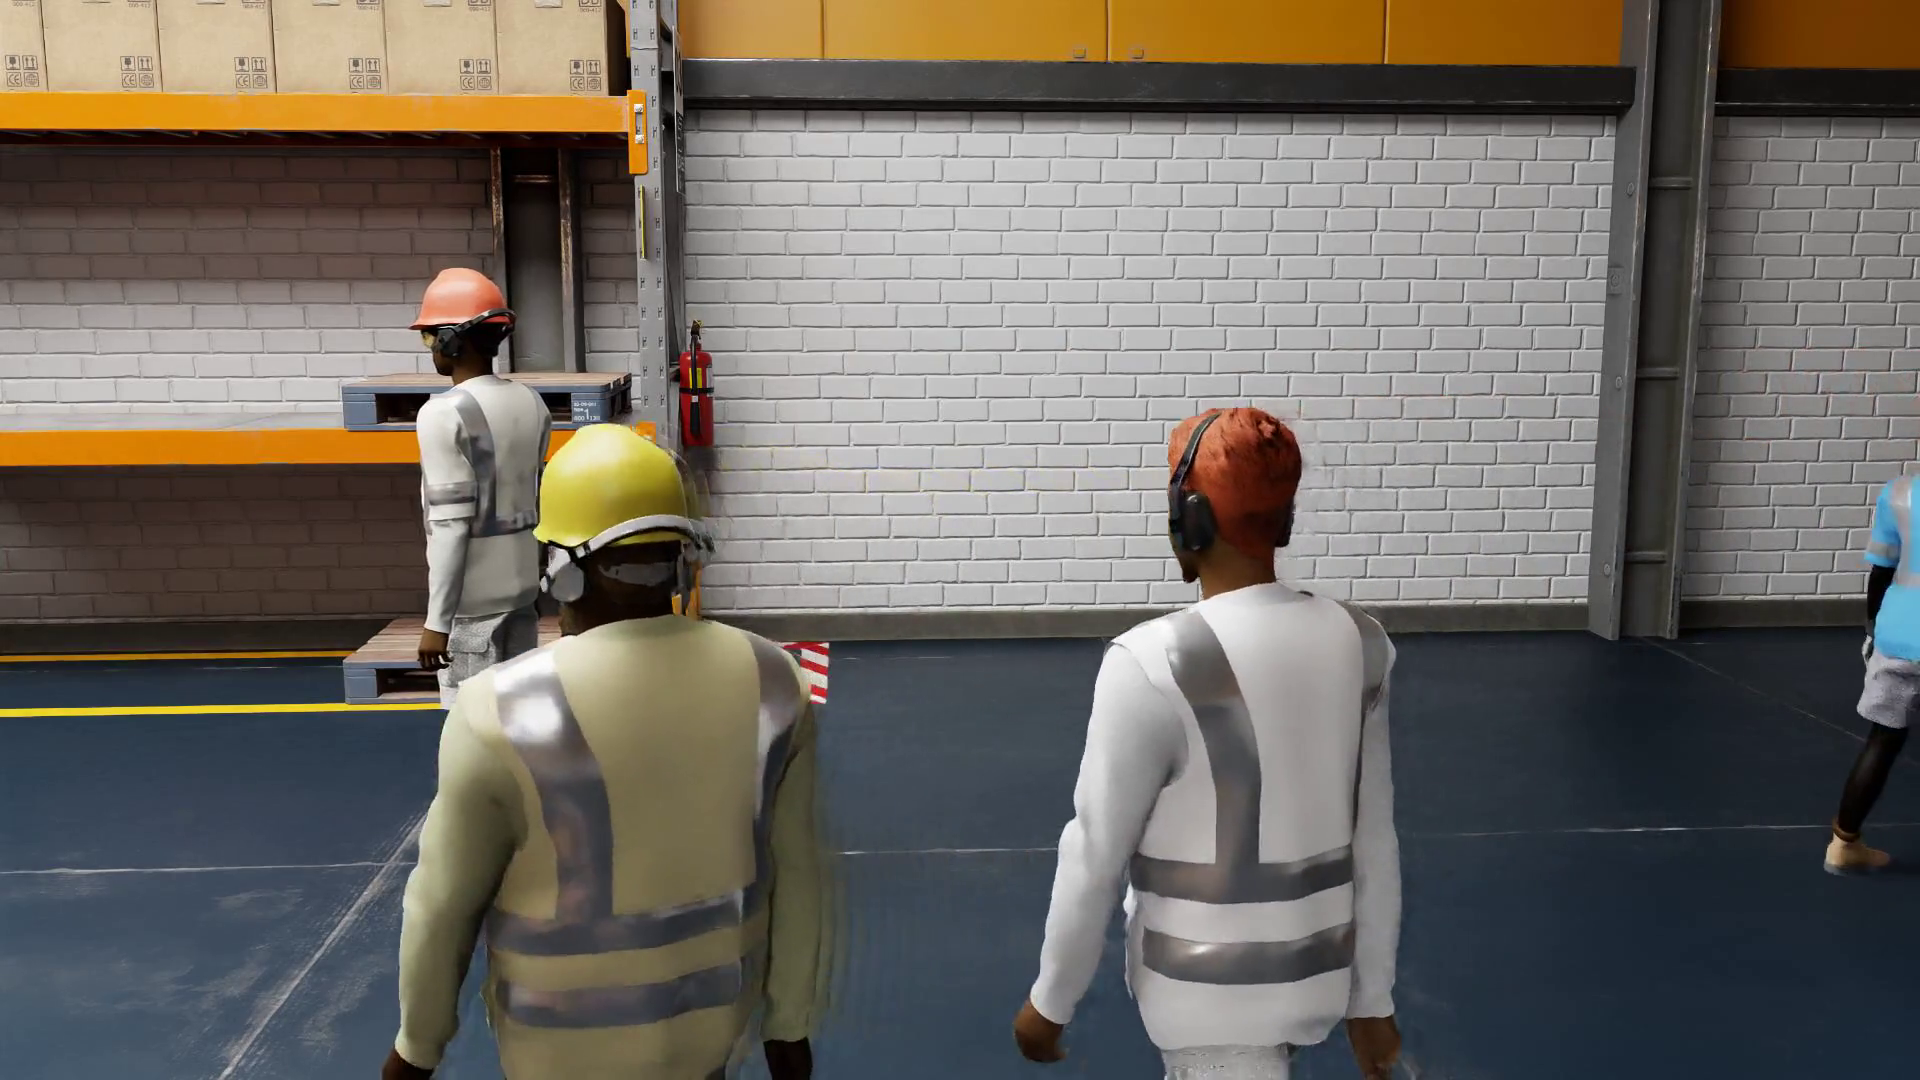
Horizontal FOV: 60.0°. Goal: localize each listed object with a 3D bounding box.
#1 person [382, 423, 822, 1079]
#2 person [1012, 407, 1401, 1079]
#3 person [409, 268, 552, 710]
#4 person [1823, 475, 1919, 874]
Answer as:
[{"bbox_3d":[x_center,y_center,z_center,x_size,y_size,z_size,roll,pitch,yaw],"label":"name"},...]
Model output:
[{"bbox_3d":[-0.587,0.714,2.633,0.607,1.787,0.889,-8,12,-41],"label":"person"},{"bbox_3d":[0.440,0.704,2.628,0.569,1.831,1.031,-8,12,-40],"label":"person"},{"bbox_3d":[-1.535,0.170,5.284,0.379,2.041,0.616,2,9,15],"label":"person"},{"bbox_3d":[3.228,0.352,5.390,0.448,1.666,0.550,-8,12,-41],"label":"person"}]
